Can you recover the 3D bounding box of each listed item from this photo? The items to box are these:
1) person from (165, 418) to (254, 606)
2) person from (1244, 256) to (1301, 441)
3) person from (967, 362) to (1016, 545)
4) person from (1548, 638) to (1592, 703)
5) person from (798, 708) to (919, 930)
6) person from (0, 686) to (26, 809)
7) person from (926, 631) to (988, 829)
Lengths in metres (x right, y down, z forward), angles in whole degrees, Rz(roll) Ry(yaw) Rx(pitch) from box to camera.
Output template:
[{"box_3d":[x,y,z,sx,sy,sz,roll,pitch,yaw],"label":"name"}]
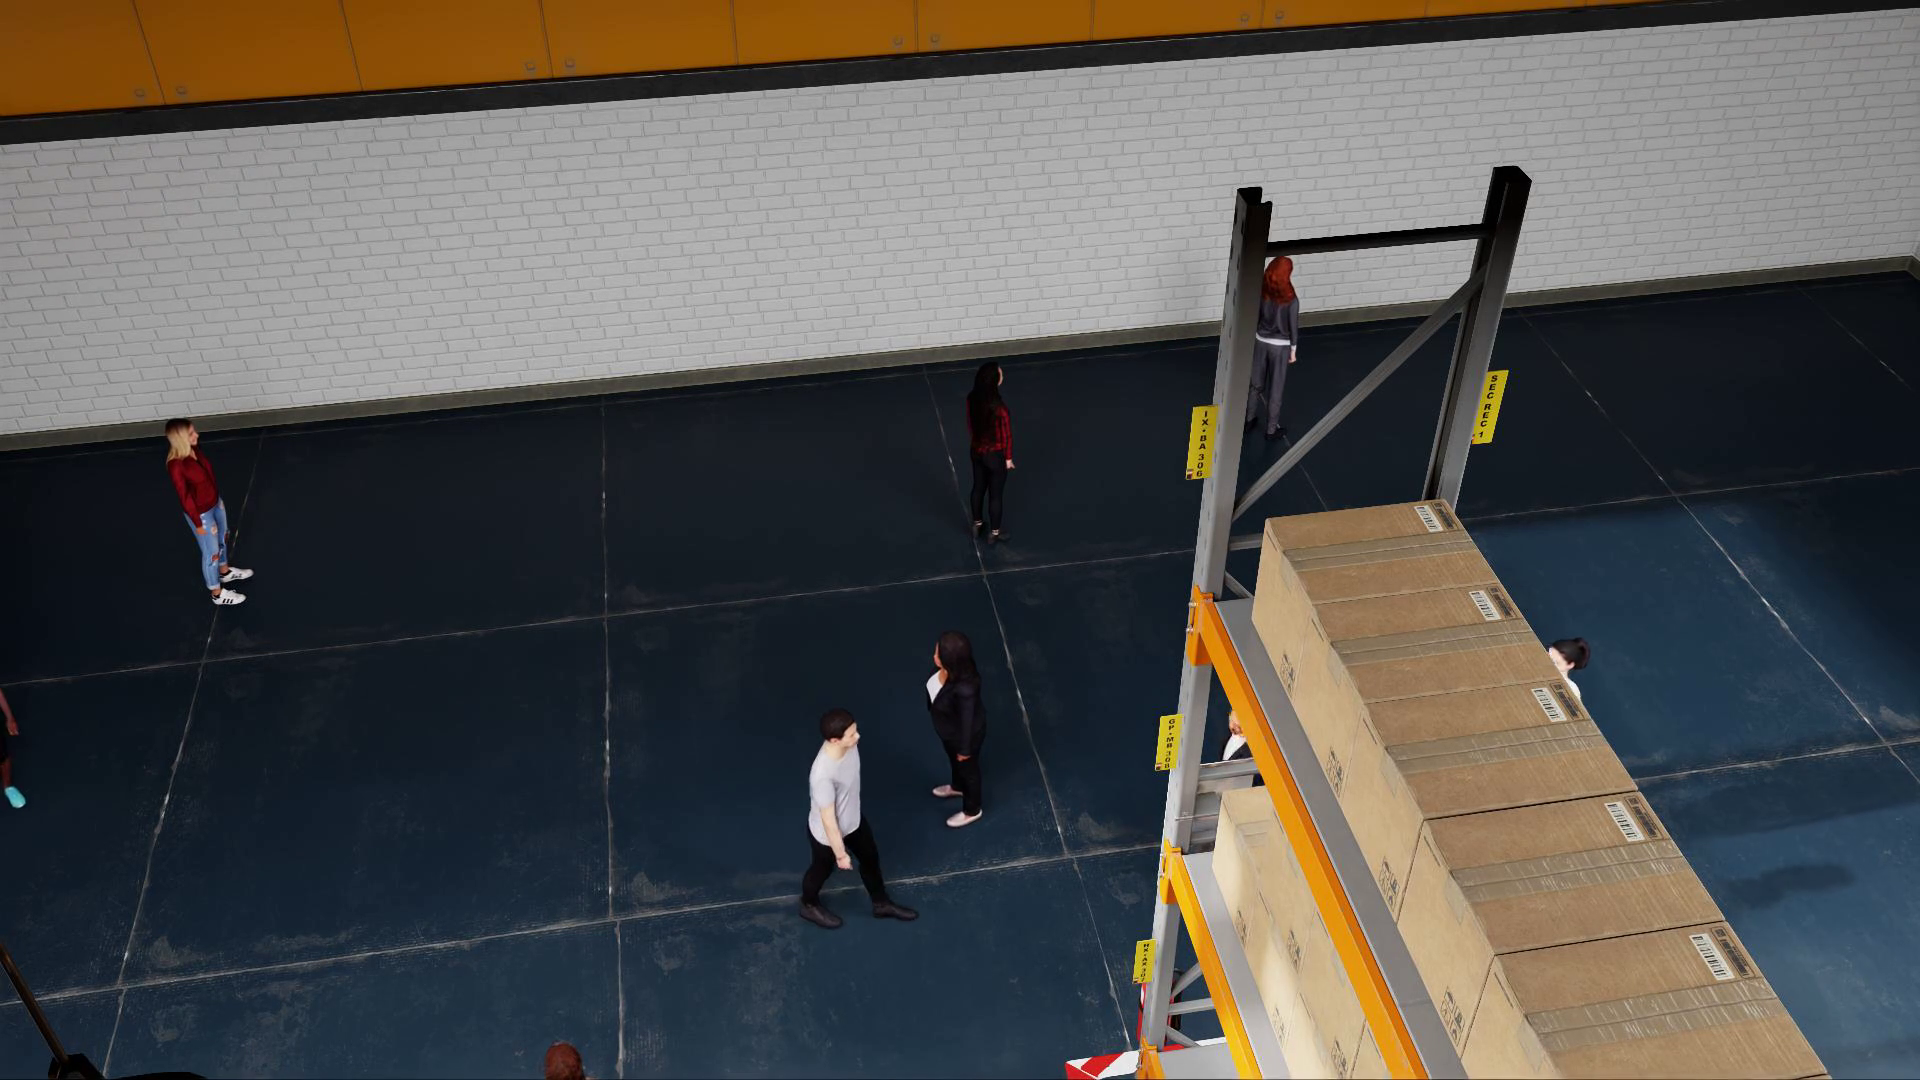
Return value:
[{"box_3d":[-5.772,-0.240,12.696,0.669,1.629,0.470,-2,39,-3],"label":"person"},{"box_3d":[2.691,-1.658,14.351,0.638,1.780,0.709,26,46,29],"label":"person"},{"box_3d":[0.227,-0.684,13.229,0.639,1.658,0.721,29,47,31],"label":"person"},{"box_3d":[3.759,1.320,10.651,0.912,1.743,1.070,-21,43,-24],"label":"person"},{"box_3d":[-0.844,1.699,10.099,1.057,1.839,1.059,16,41,19],"label":"person"},{"box_3d":[-6.493,1.157,10.900,0.702,1.685,0.737,-13,41,-16],"label":"person"},{"box_3d":[0.001,1.207,10.895,0.746,1.615,0.621,-14,41,-17],"label":"person"}]
